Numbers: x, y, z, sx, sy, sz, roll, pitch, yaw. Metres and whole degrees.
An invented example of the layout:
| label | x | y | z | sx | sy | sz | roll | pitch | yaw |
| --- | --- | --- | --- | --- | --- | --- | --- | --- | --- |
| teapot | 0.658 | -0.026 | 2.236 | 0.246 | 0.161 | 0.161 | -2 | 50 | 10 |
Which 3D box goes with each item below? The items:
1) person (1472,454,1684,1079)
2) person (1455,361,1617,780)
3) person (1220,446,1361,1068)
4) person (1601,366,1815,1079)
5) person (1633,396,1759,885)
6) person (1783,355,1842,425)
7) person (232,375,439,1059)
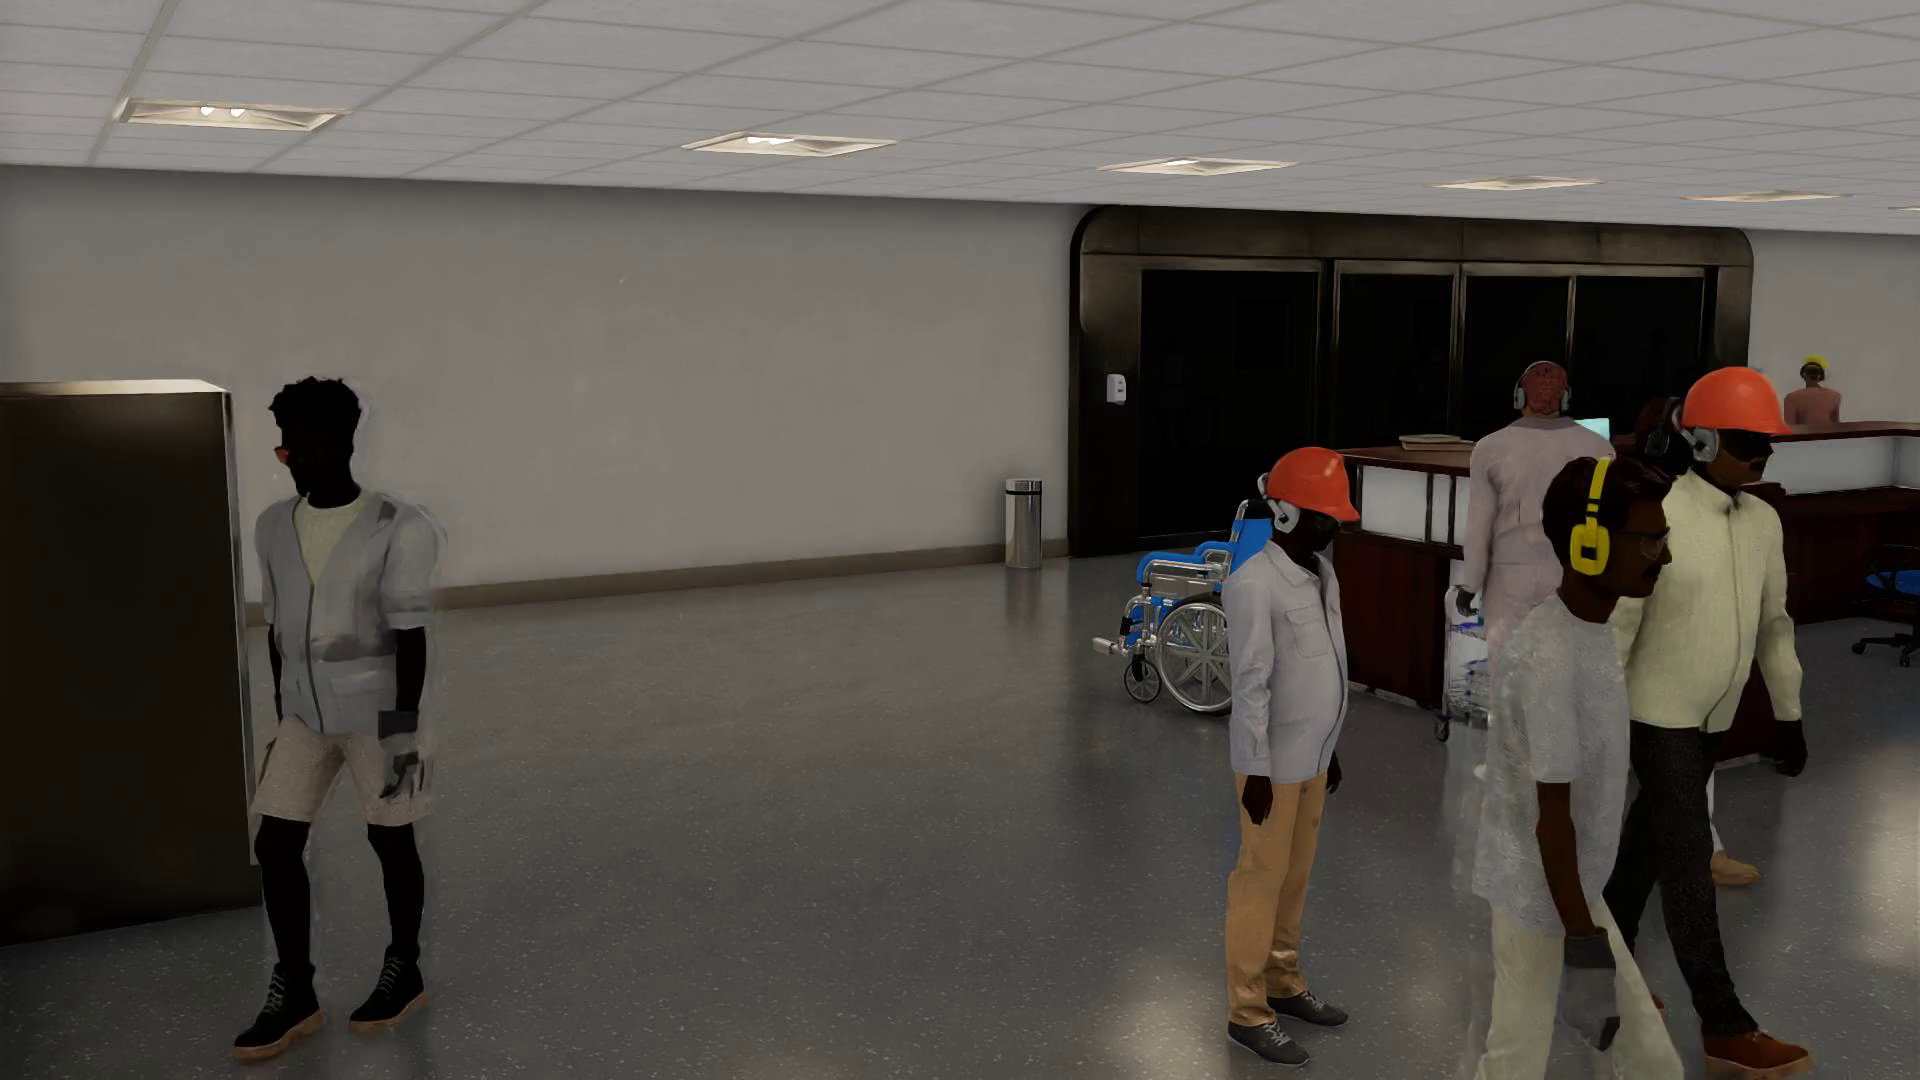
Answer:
| label | x | y | z | sx | sy | sz | roll | pitch | yaw |
| --- | --- | --- | --- | --- | --- | --- | --- | --- | --- |
| person | 1.308 | 0.755 | 3.294 | 0.741 | 1.844 | 0.565 | 5 | 9 | 33 |
| person | 2.542 | 0.165 | 7.399 | 0.685 | 1.906 | 0.401 | 0 | 8 | 2 |
| person | 0.961 | 0.600 | 4.788 | 0.333 | 1.745 | 0.559 | 5 | 9 | 34 |
| person | 2.137 | 0.500 | 4.719 | 0.654 | 1.960 | 0.937 | -4 | 9 | -29 |
| person | 2.600 | 0.392 | 6.054 | 0.775 | 1.810 | 0.637 | 7 | 11 | 43 |
| person | 7.645 | -0.804 | 15.020 | 0.532 | 1.732 | 0.427 | 0 | 8 | 2 |
| person | -1.801 | 0.513 | 4.734 | 0.610 | 1.942 | 0.731 | 2 | 8 | 13 |
